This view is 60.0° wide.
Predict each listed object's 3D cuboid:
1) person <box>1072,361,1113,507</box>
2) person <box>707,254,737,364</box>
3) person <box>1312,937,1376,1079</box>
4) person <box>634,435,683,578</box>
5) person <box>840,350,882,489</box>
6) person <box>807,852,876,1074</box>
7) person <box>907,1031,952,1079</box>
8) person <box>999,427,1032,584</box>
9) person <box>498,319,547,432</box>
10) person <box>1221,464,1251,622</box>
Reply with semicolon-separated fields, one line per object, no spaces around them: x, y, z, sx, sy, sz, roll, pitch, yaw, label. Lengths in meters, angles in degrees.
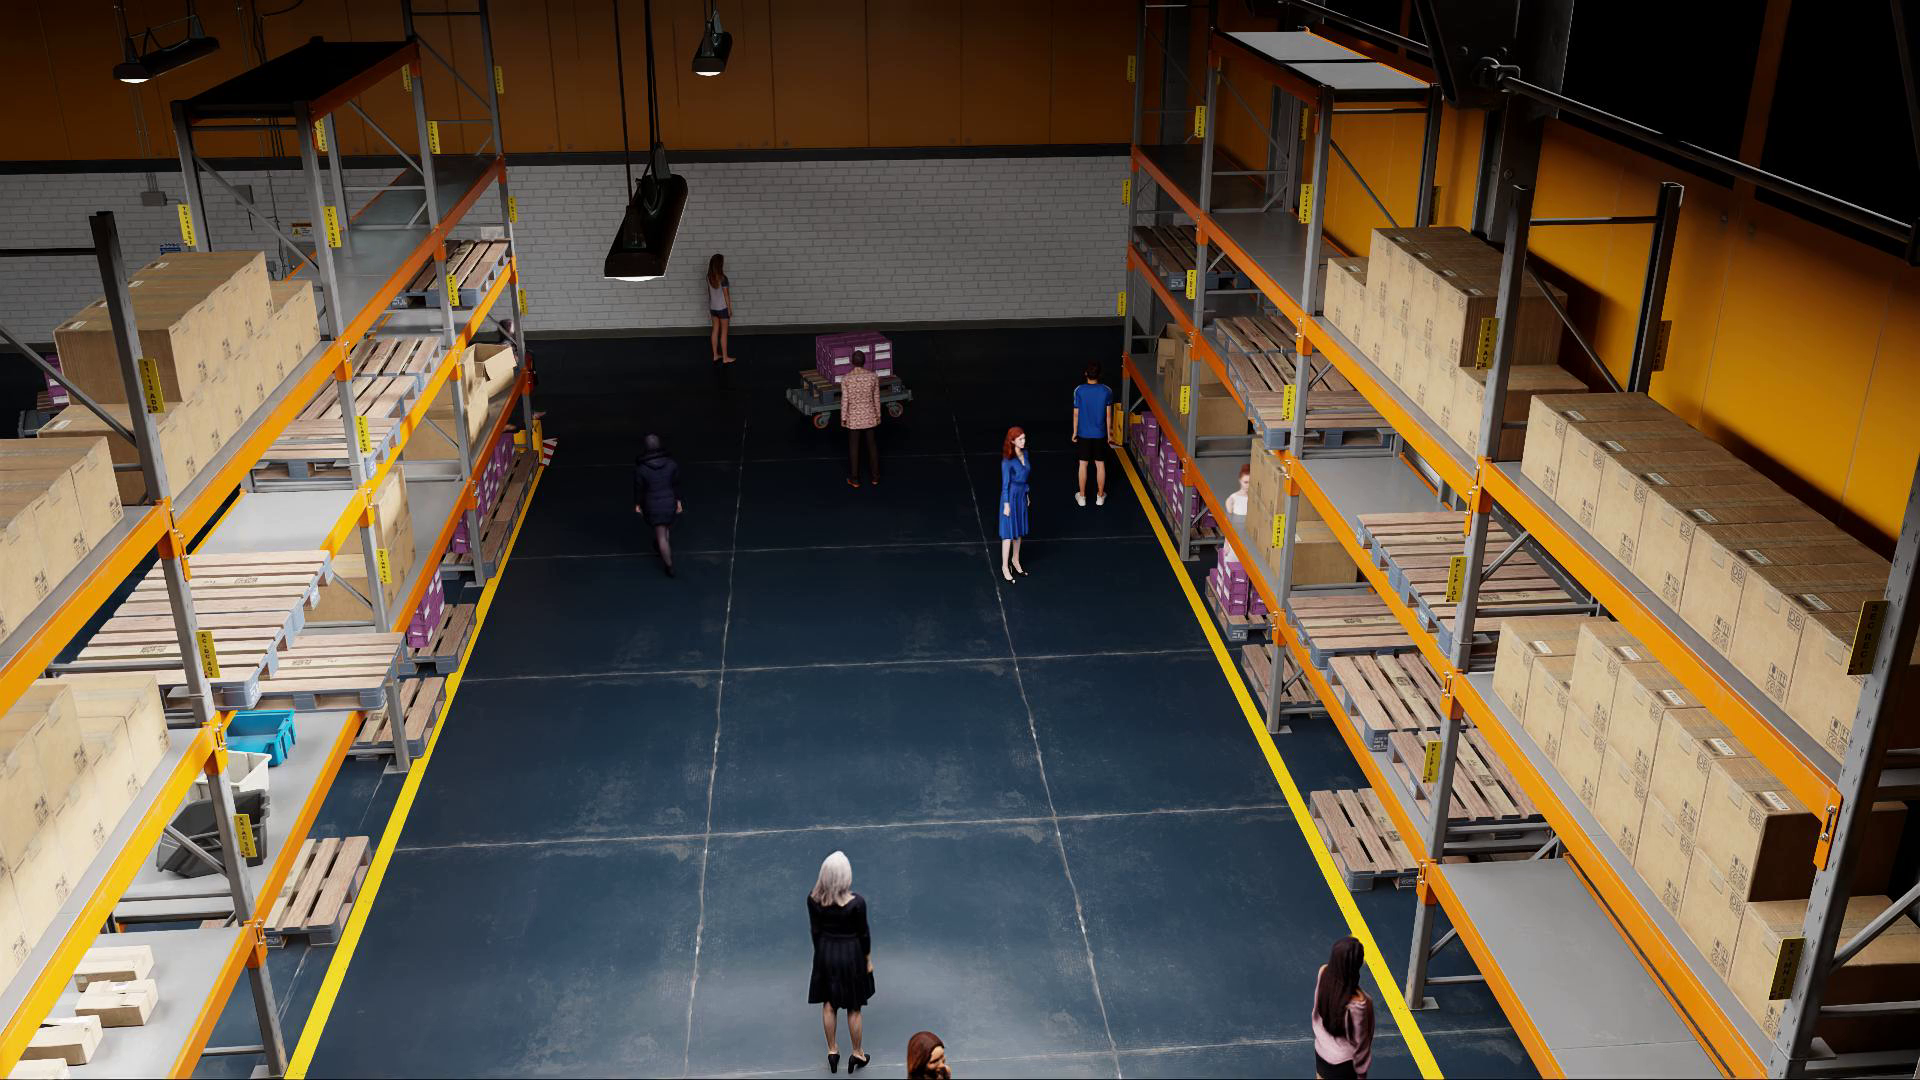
1.644;-1.343;20.754;0.668;1.866;0.610;0;24;1;person
-3.797;-3.660;26.222;0.678;1.732;0.738;19;30;36;person
2.351;3.233;10.352;0.747;1.812;0.604;-12;26;-26;person
-3.368;-0.354;18.786;0.921;1.630;1.131;-12;26;-25;person
-1.263;-1.556;21.312;0.722;1.808;0.646;-6;24;-14;person
-0.805;2.862;11.284;0.663;1.747;0.659;5;24;12;person
-0.185;3.580;9.530;0.727;1.835;0.649;15;28;31;person
0.619;-0.410;18.666;0.772;1.828;0.703;17;29;34;person
-6.348;-2.279;23.248;0.937;1.584;0.988;-15;28;-30;person
2.988;0.036;17.691;0.567;1.791;0.515;-4;24;-9;person
